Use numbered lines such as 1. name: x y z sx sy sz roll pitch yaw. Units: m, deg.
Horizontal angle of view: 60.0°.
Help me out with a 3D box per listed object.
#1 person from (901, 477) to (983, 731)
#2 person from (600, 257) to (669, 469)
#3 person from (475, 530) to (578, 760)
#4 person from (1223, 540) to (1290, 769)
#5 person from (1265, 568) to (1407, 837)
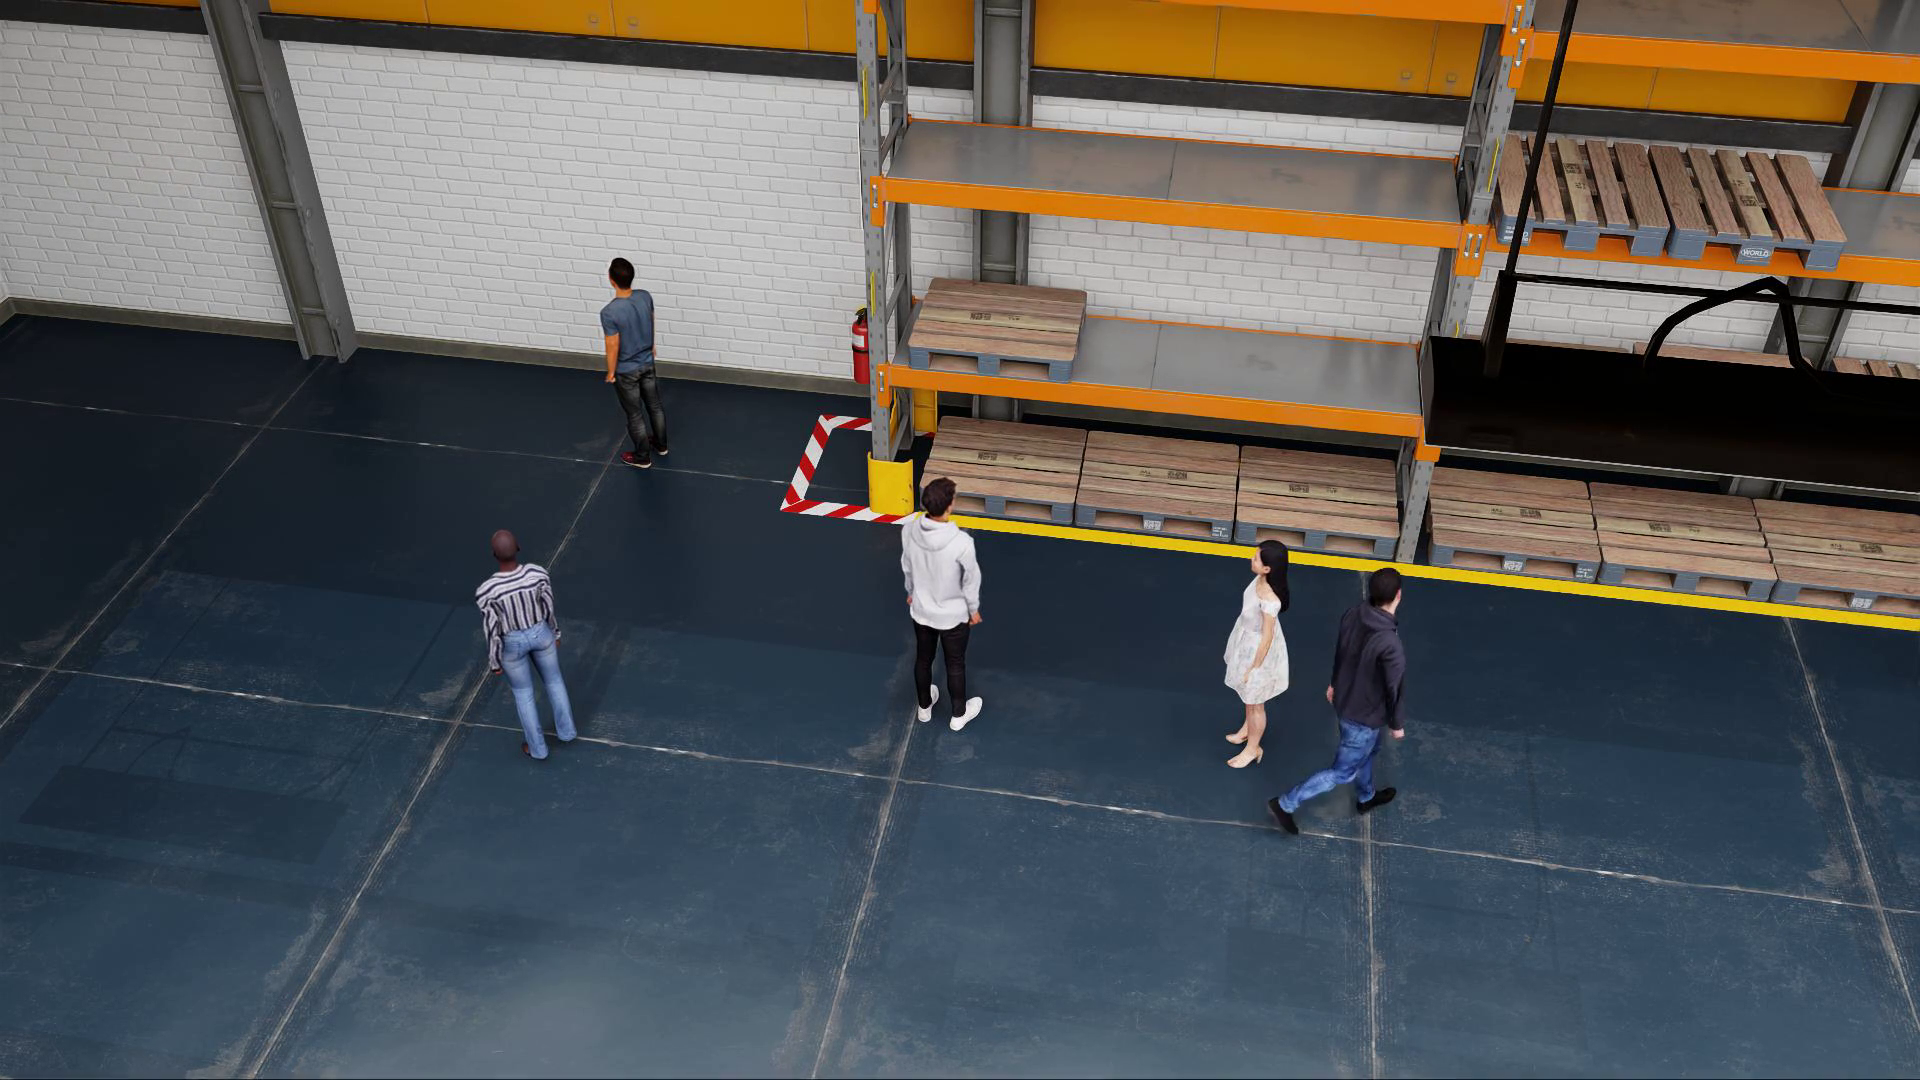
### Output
1. person: -0.131 0.422 10.605 0.615 1.929 0.791 15 41 18
2. person: -2.539 -1.384 12.962 0.706 1.810 0.725 25 45 28
3. person: -2.713 0.665 10.408 0.708 1.795 0.760 -25 45 -28
4. person: 1.850 0.709 10.369 0.628 1.775 0.646 5 39 6
5. person: 2.303 1.035 9.912 1.271 1.837 1.021 -6 39 -7
